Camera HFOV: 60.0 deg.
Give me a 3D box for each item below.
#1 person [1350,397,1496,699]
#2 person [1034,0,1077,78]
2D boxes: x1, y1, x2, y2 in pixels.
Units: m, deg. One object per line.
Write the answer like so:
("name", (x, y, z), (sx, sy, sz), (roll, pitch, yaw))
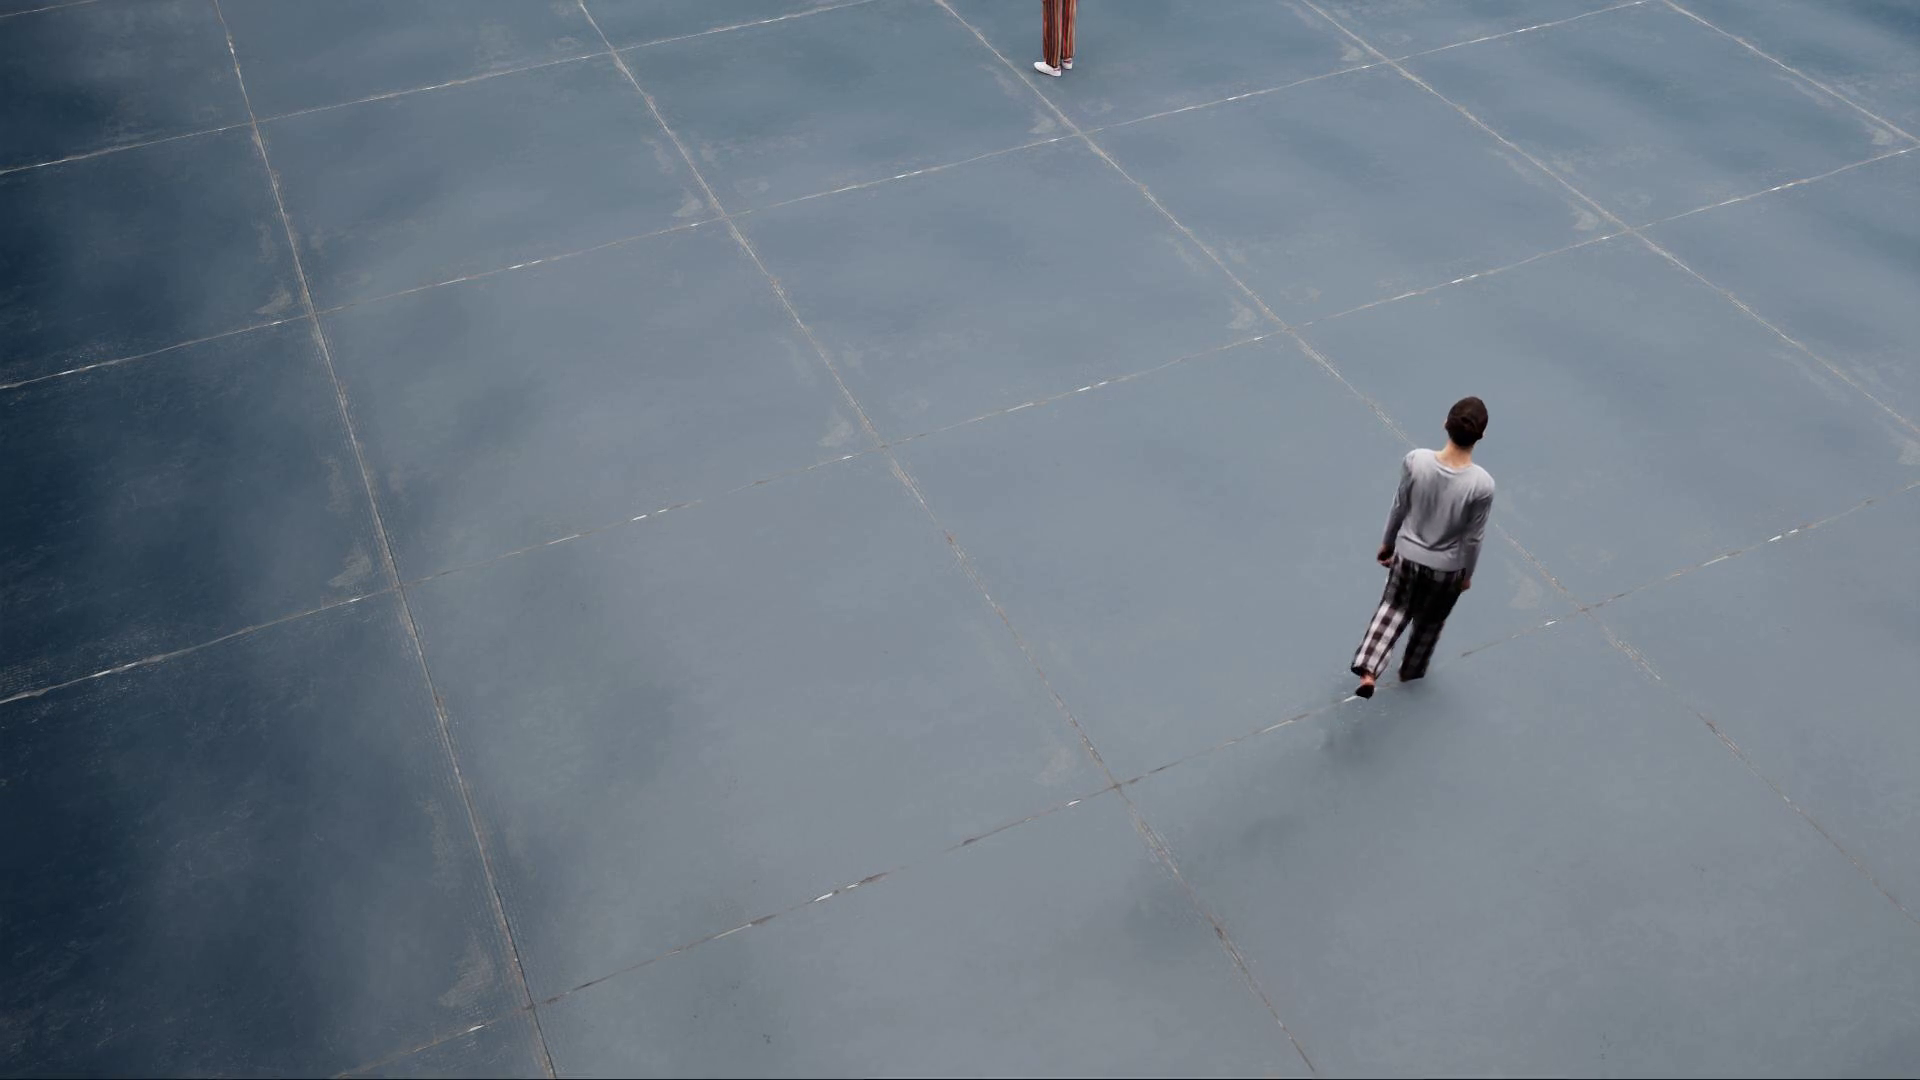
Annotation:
("person", (2.296, 0.133, 8.251), (0.964, 1.826, 0.951), (25, 48, 25))
("person", (0.823, -4.602, 13.662), (0.627, 1.562, 0.620), (32, 51, 31))
